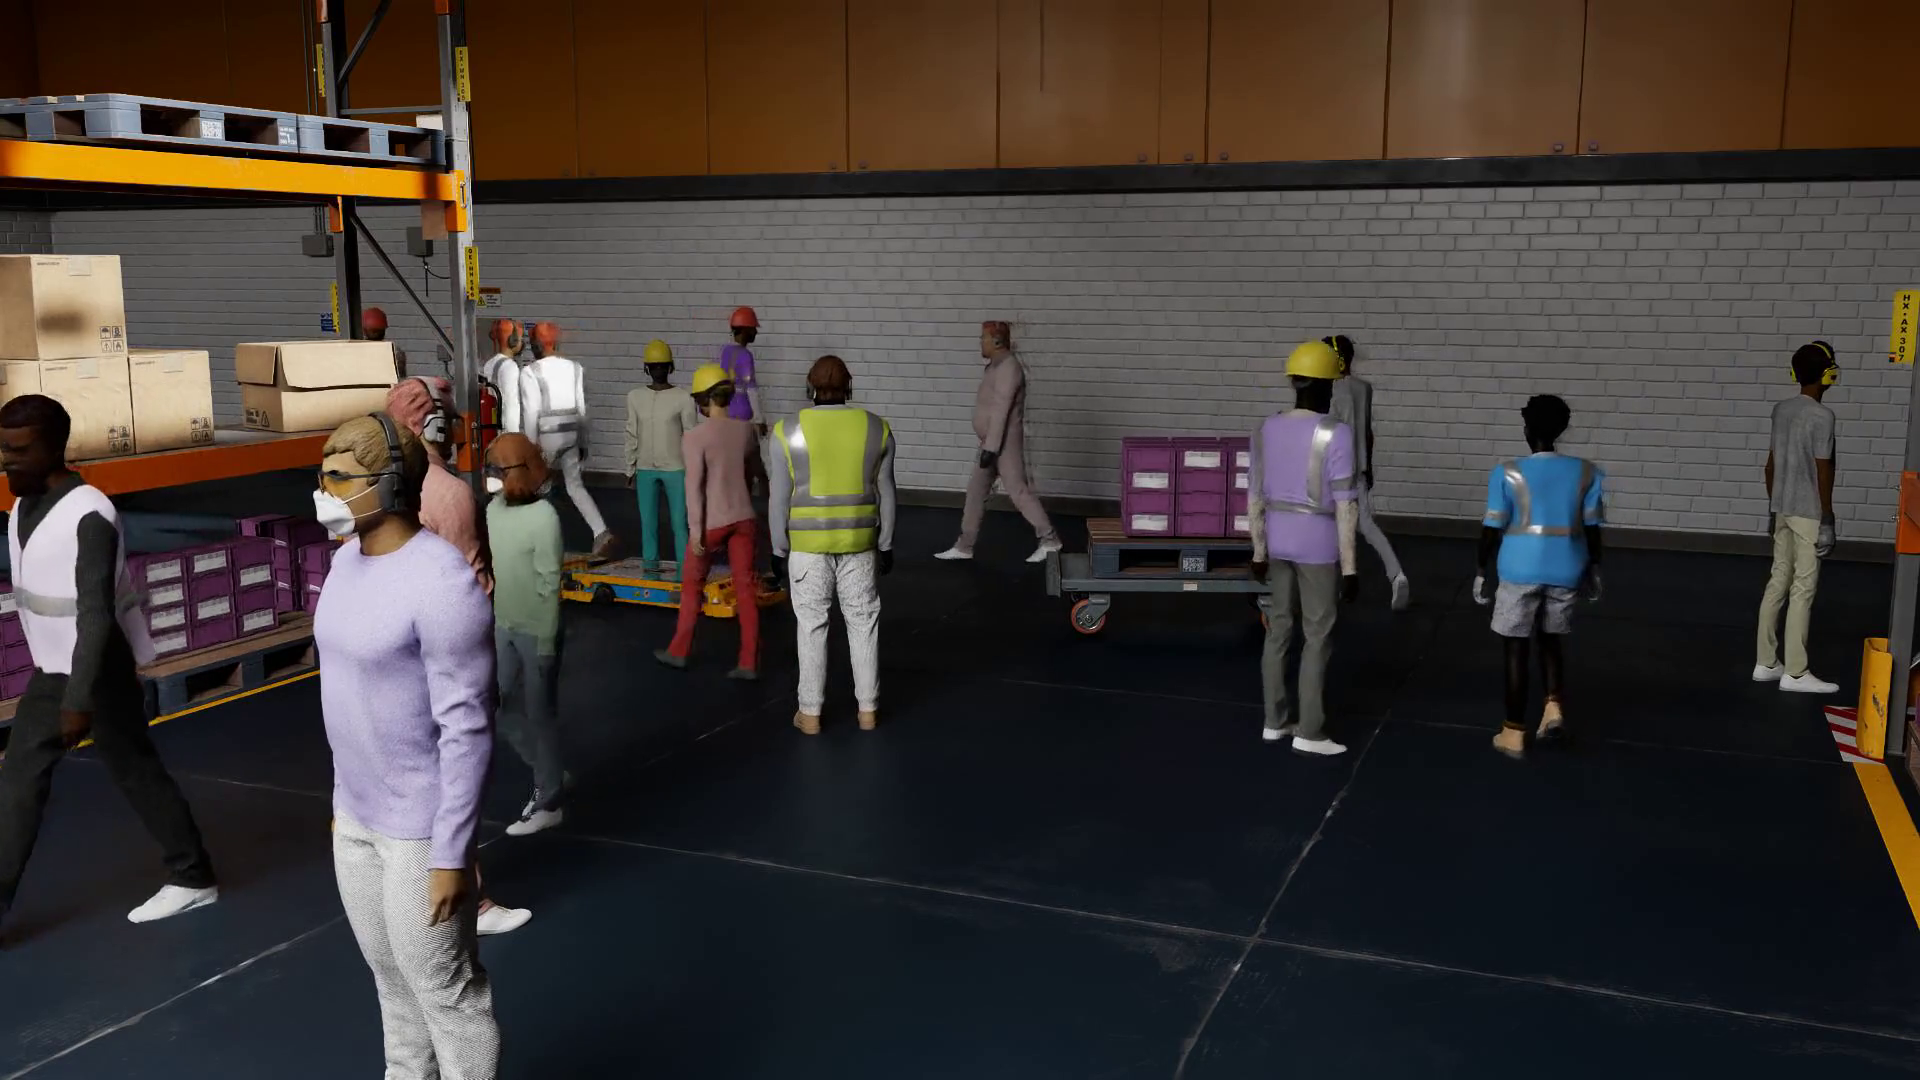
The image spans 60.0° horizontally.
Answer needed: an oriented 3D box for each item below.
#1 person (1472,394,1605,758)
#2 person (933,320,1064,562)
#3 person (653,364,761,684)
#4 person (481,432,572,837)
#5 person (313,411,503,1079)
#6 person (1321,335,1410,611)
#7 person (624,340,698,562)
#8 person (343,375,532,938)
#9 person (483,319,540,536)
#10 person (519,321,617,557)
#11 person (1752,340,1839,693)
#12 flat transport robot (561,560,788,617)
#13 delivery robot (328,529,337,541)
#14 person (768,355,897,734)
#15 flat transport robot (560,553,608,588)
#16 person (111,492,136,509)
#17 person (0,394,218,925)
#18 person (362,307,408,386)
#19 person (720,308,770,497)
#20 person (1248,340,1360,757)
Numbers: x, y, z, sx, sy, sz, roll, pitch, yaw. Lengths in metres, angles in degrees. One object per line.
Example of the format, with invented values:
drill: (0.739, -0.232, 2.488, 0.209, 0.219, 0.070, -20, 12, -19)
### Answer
person: (2.675, 0.168, 7.696, 0.608, 1.673, 0.375, -1, 9, -3)
person: (0.336, -0.741, 12.684, 0.976, 1.867, 0.646, -2, 9, -9)
person: (-1.370, -0.099, 9.176, 0.534, 1.728, 0.824, -9, 13, -42)
person: (-1.743, 0.379, 6.600, 0.535, 1.615, 0.339, 9, 13, 43)
person: (-1.310, 0.666, 3.913, 0.371, 1.941, 0.627, -9, 13, -44)
person: (2.622, -0.448, 11.024, 0.546, 1.828, 0.890, -7, 11, -35)
person: (-2.044, -0.478, 11.367, 0.533, 1.769, 0.310, 2, 10, 12)
person: (-1.771, 0.399, 5.632, 0.639, 1.908, 0.409, 7, 11, 35)
person: (-3.447, -0.752, 12.715, 0.395, 1.869, 0.600, -5, 11, -30)
person: (-3.027, -0.736, 12.689, 0.826, 1.861, 0.589, 8, 12, 40)
person: (4.516, -0.124, 8.899, 0.323, 1.875, 0.530, -1, 9, -8)
flat transport robot: (-1.935, 0.304, 11.152, 1.431, 0.197, 0.652, 5, 11, 26)
delivery robot: (-4.248, 0.008, 11.802, 0.707, 0.478, 0.477, -3, 10, -17)
person: (-0.621, 0.025, 8.101, 0.634, 1.839, 0.429, -2, 10, -13)
flat transport robot: (-3.208, 0.189, 11.846, 1.431, 0.197, 0.652, 6, 11, 34)
person: (-8.196, -1.213, 15.518, 1.031, 1.886, 0.541, 0, 9, 2)
person: (-2.988, 0.446, 5.508, 0.610, 1.852, 1.004, 8, 12, 38)
person: (-5.211, -1.125, 14.861, 0.553, 1.912, 0.812, -5, 11, -29)
person: (-1.891, -1.151, 15.081, 0.953, 1.883, 0.561, -4, 10, -22)
person: (1.620, 0.035, 7.777, 0.376, 1.924, 0.595, -8, 12, -39)
